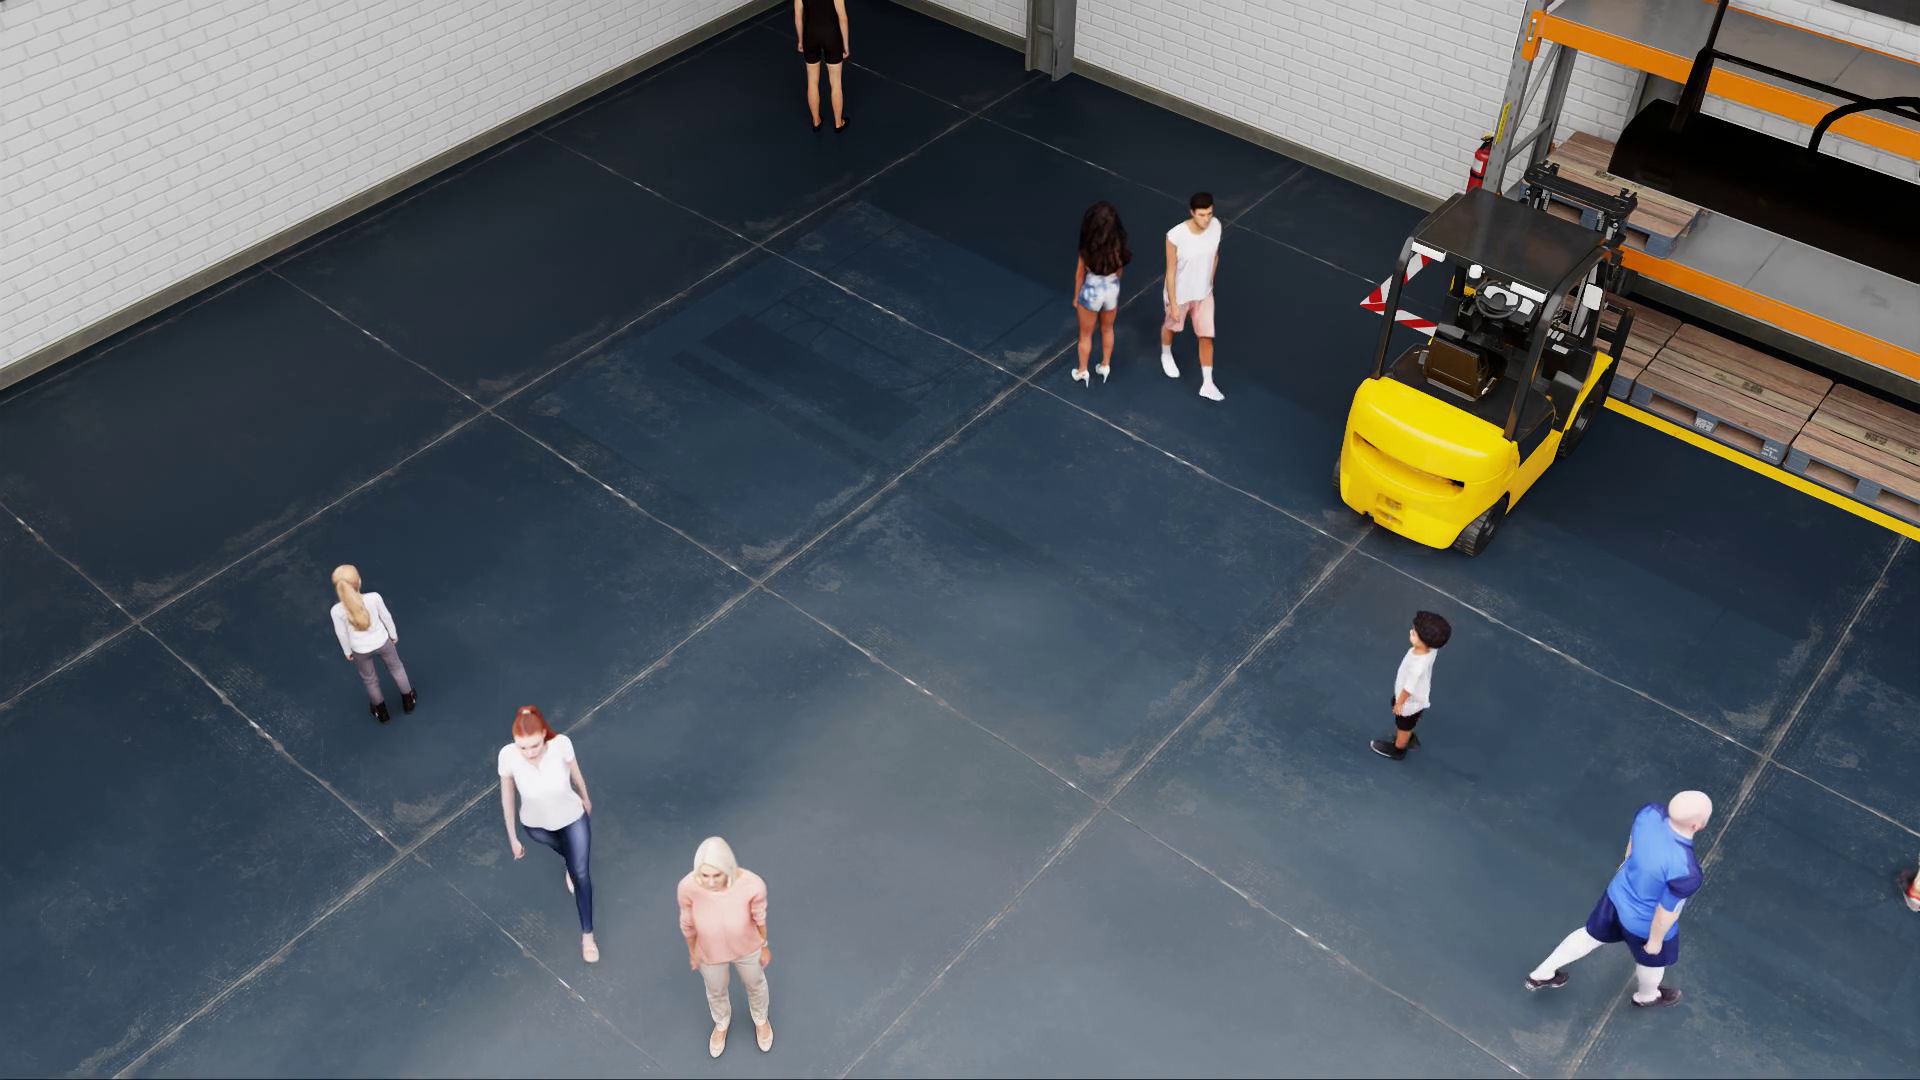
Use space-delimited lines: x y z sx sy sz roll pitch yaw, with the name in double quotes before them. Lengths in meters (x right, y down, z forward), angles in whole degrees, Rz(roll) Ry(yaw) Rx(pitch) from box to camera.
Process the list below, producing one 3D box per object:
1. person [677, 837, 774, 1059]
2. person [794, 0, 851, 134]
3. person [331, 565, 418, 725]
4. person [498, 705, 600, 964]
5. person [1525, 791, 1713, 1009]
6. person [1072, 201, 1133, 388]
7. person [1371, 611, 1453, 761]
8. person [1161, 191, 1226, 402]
"person" -1.187 2.073 8.552 0.674 1.726 0.731 -4 44 -4
"person" -1.298 -4.683 15.578 0.624 1.814 0.773 7 44 8
"person" -3.675 0.648 10.371 0.561 1.279 0.588 -20 47 -20
"person" -2.255 1.465 9.212 1.014 1.695 1.151 -9 44 -9
"person" 3.479 1.910 8.662 1.154 1.810 1.137 -7 44 -8
"person" 1.057 -1.862 12.759 0.653 1.619 0.688 -18 46 -18
"person" 2.810 0.919 10.102 0.554 1.256 0.540 21 48 21
"person" 1.713 -1.961 12.770 0.979 1.747 1.144 -13 45 -13
